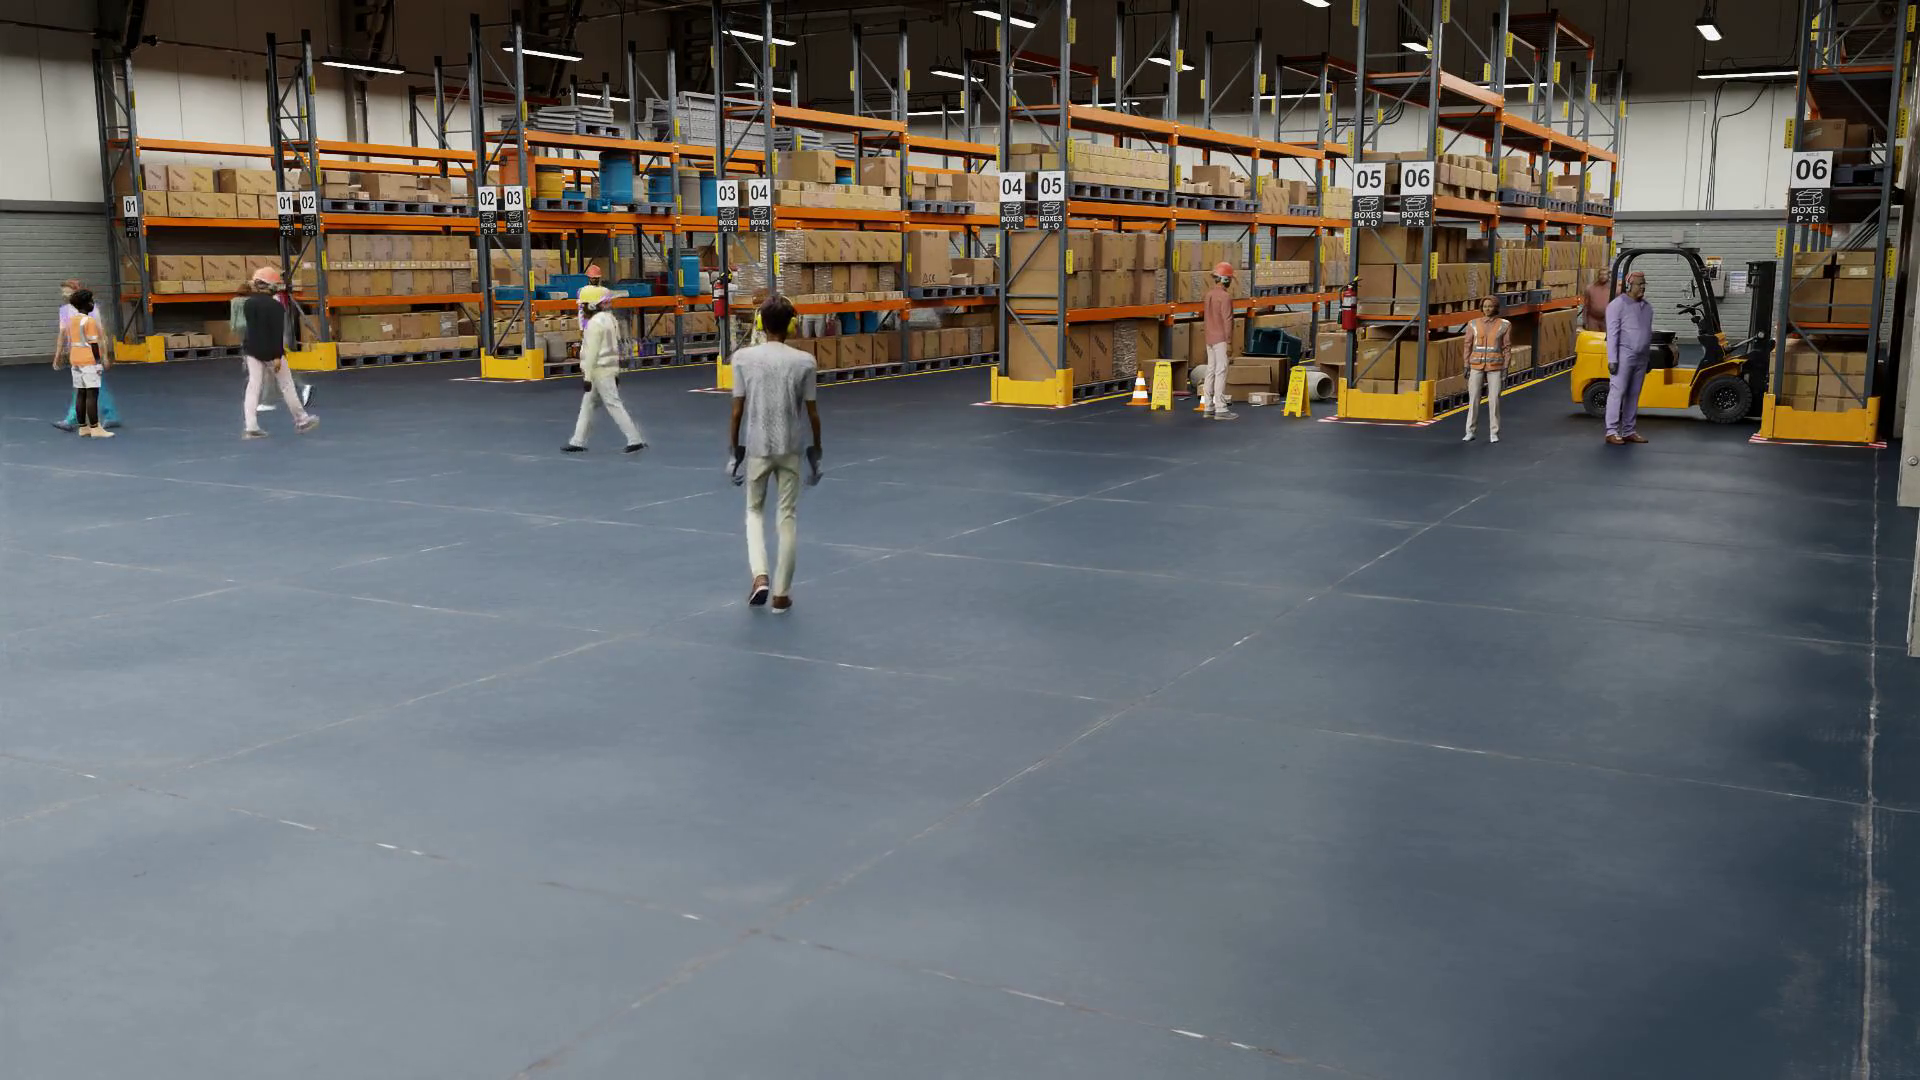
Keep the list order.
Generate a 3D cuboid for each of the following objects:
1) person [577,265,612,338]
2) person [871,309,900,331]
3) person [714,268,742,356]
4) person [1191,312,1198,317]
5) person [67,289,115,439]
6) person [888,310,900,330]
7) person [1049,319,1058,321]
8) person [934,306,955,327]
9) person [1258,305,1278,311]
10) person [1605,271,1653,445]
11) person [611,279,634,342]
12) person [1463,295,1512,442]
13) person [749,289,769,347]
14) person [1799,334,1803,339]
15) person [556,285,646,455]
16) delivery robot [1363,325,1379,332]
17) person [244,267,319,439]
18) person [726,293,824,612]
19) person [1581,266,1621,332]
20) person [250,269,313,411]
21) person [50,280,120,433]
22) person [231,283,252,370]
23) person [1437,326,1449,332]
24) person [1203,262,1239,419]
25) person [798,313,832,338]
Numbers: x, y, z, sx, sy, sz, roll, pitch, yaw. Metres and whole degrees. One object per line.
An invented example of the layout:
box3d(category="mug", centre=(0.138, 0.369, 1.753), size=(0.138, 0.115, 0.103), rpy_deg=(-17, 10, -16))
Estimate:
box3d(category="person", centre=(-5.850, -3.435, 26.699), size=(0.540, 1.929, 0.391), rpy_deg=(-2, 10, -12))
box3d(category="person", centre=(-1.525, -4.852, 34.833), size=(0.632, 1.992, 0.995), rpy_deg=(7, 12, 37))
box3d(category="person", centre=(-4.272, -4.069, 30.581), size=(0.521, 1.865, 0.327), rpy_deg=(2, 10, 9))
box3d(category="person", centre=(4.860, -4.397, 33.190), size=(0.513, 1.630, 0.318), rpy_deg=(3, 10, 15))
box3d(category="person", centre=(-9.946, -2.002, 18.964), size=(0.530, 1.697, 0.321), rpy_deg=(7, 12, 36))
box3d(category="person", centre=(-1.443, -4.967, 35.869), size=(0.522, 1.859, 0.354), rpy_deg=(1, 10, 8))
box3d(category="person", centre=(1.944, -4.271, 32.043), size=(0.531, 1.771, 0.302), rpy_deg=(6, 11, 30))
box3d(category="person", centre=(-0.303, -4.799, 35.007), size=(0.593, 1.809, 0.475), rpy_deg=(7, 12, 36))
box3d(category="person", centre=(6.867, -5.221, 37.201), size=(0.553, 1.912, 0.827), rpy_deg=(8, 13, 40))
box3d(category="person", centre=(7.423, -2.010, 18.399), size=(0.651, 1.907, 0.409), rpy_deg=(-5, 11, -29))
box3d(category="person", centre=(-6.601, -4.275, 32.459), size=(0.507, 1.631, 0.266), rpy_deg=(3, 10, 20))
box3d(category="person", centre=(5.886, -1.910, 18.596), size=(0.520, 1.640, 0.307), rpy_deg=(5, 11, 25))
box3d(category="person", centre=(-2.930, -2.992, 25.115), size=(0.866, 1.578, 0.586), rpy_deg=(2, 10, 13))
box3d(category="person", centre=(17.376, -4.706, 34.187), size=(0.632, 1.898, 0.565), rpy_deg=(9, 13, 42))
box3d(category="person", centre=(-3.730, -1.750, 17.285), size=(0.947, 1.777, 0.596), rpy_deg=(-1, 10, -3))
box3d(category="delivery robot", centre=(9.370, -4.630, 37.416), size=(0.707, 0.478, 0.477), rpy_deg=(-2, 10, -10))
box3d(category="person", centre=(-7.911, -2.157, 19.177), size=(0.613, 1.934, 1.036), rpy_deg=(3, 10, 20))
box3d(category="person", centre=(-1.073, -0.498, 9.693), size=(0.571, 1.855, 0.386), rpy_deg=(0, 10, -3))
box3d(category="person", centre=(11.429, -3.926, 29.667), size=(0.648, 1.892, 0.480), rpy_deg=(5, 11, 26))
box3d(category="person", centre=(-9.196, -2.689, 22.396), size=(0.752, 1.903, 0.597), rpy_deg=(-4, 11, -23))
box3d(category="person", centre=(-10.420, -2.170, 19.677), size=(0.584, 1.786, 0.992), rpy_deg=(5, 11, 26))
box3d(category="person", centre=(-13.048, -3.894, 30.346), size=(0.510, 1.595, 0.788), rpy_deg=(-1, 10, -4))
box3d(category="person", centre=(10.631, -5.156, 36.854), size=(0.604, 1.906, 0.658), rpy_deg=(-9, 13, -43))
box3d(category="person", centre=(3.317, -2.534, 21.202), size=(0.375, 1.997, 0.608), rpy_deg=(-3, 10, -19))
box3d(category="person", centre=(-2.584, -3.926, 29.569), size=(0.622, 1.932, 0.369), rpy_deg=(0, 10, 1))
